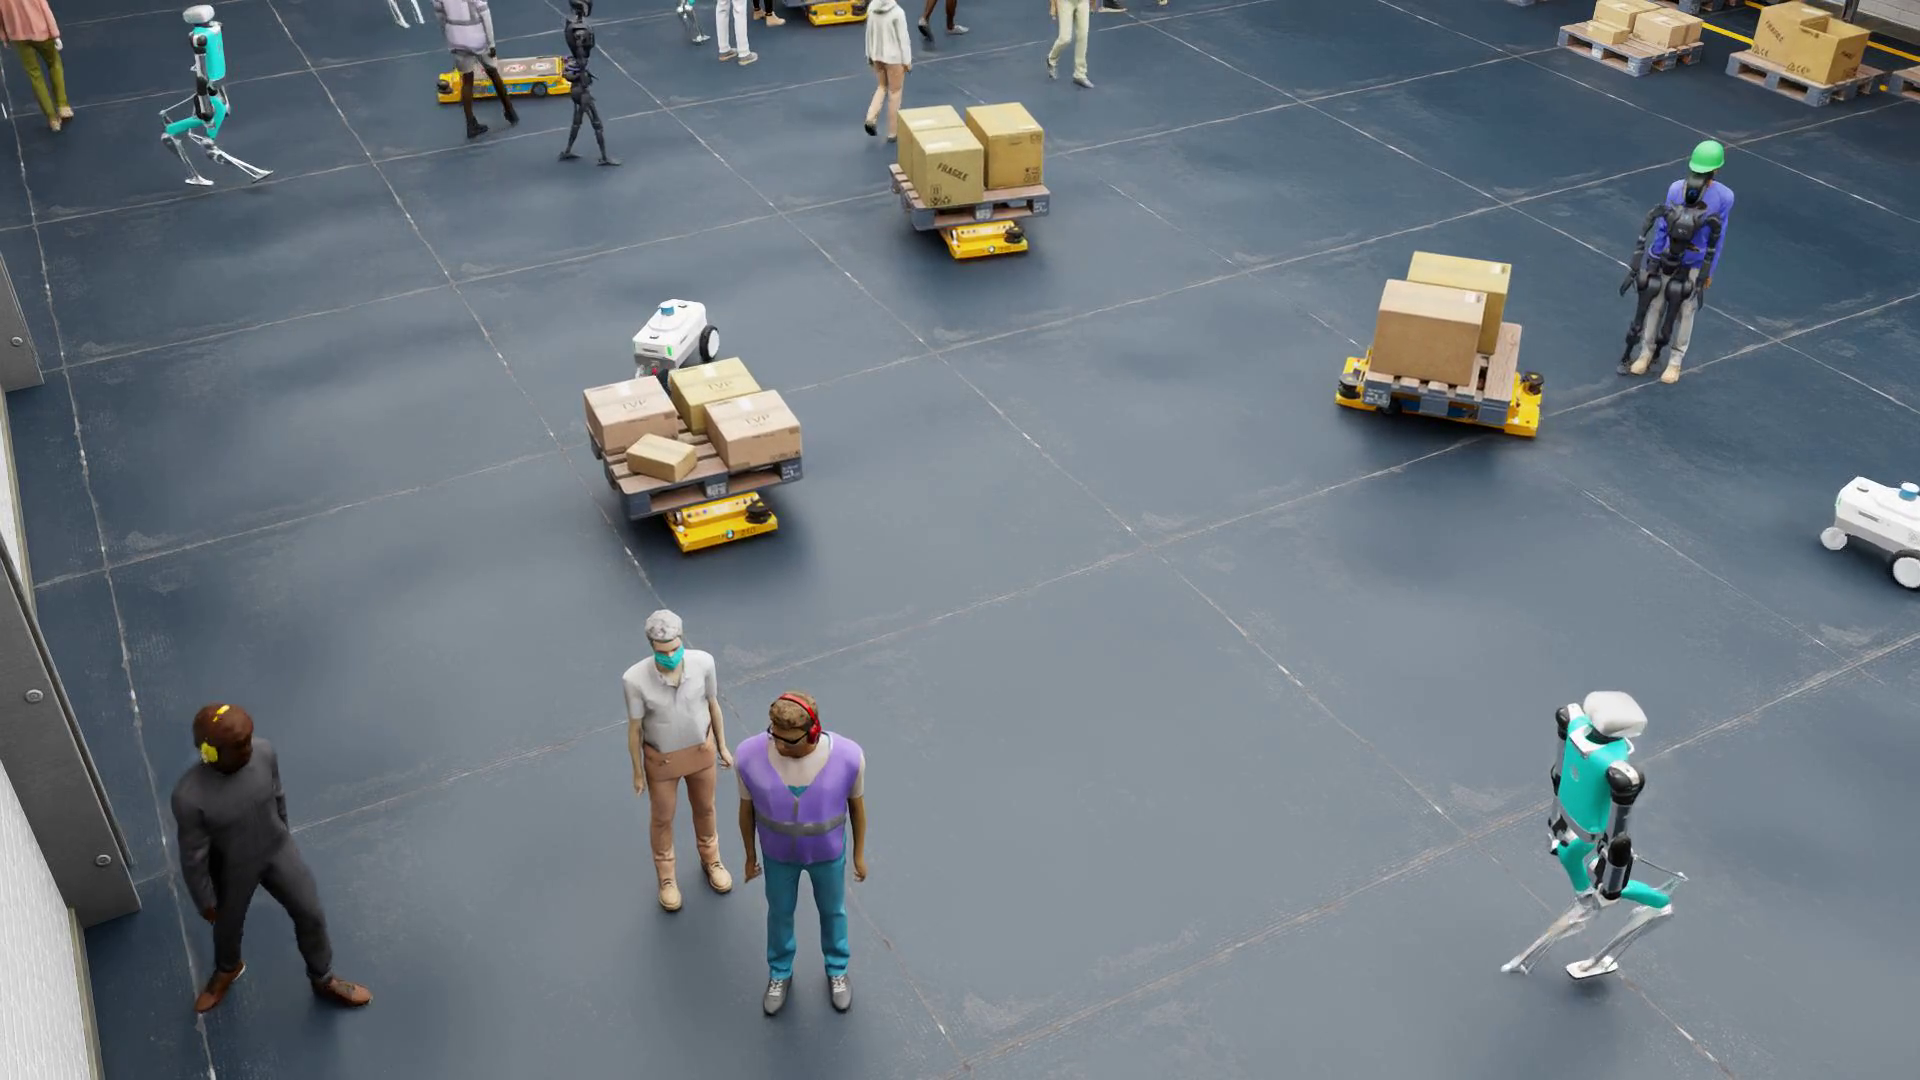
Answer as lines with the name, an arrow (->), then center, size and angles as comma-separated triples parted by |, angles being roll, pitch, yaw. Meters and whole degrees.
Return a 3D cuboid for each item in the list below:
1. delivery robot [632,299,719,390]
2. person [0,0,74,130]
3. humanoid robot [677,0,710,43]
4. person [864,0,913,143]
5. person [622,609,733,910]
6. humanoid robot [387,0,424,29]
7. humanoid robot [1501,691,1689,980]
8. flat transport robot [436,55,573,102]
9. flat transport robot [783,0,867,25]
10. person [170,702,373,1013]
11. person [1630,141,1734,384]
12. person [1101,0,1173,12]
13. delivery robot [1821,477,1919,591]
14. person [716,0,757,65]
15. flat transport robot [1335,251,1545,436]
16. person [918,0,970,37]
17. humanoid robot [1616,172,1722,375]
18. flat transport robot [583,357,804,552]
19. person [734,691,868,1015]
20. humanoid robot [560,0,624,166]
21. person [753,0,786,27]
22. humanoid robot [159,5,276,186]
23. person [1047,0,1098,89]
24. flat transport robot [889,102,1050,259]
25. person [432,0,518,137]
delivery robot -> -2.192, -1.532, 12.664 | 0.499, 0.606, 0.796 | 9, 36, 13
person -> -9.239, -5.019, 16.524 | 0.559, 1.820, 0.565 | -13, 37, -18
humanoid robot -> -3.043, -6.341, 18.552 | 0.551, 1.864, 0.690 | 18, 39, 23
person -> -0.693, -4.670, 16.164 | 0.478, 1.662, 0.411 | 23, 41, 30
person -> -1.337, 1.032, 7.953 | 0.481, 1.745, 0.312 | -15, 38, -20
humanoid robot -> -6.518, -6.707, 19.050 | 0.771, 1.816, 0.569 | 24, 42, 30
humanoid robot -> 2.951, 1.388, 7.477 | 0.814, 1.801, 0.540 | -8, 36, -11
flat transport robot -> -4.824, -4.914, 17.732 | 1.431, 0.231, 0.659 | -7, 36, -10
flat transport robot -> -1.621, -6.512, 20.014 | 0.659, 0.231, 1.431 | -11, 37, -16
person -> -3.218, 1.424, 7.334 | 0.717, 1.830, 0.611 | 25, 42, 32
person -> 5.331, -2.054, 12.267 | 0.468, 1.862, 0.369 | 20, 40, 26
person -> 2.168, -7.184, 19.546 | 1.029, 1.904, 0.611 | -3, 35, -4
delivery robot -> 5.974, -0.076, 10.578 | 0.499, 0.599, 0.784 | -27, 43, -33
person -> -2.504, -6.135, 18.075 | 0.578, 1.879, 0.350 | 19, 39, 25
flat transport robot -> 3.549, -1.111, 12.302 | 1.431, 0.231, 0.659 | 11, 37, 15
person -> -0.188, -6.566, 18.680 | 0.661, 1.901, 0.604 | -23, 41, -29
humanoid robot -> 5.237, -1.978, 12.336 | 0.589, 1.655, 0.432 | 11, 36, 15
flat transport robot -> -1.790, -0.428, 11.326 | 0.659, 0.231, 1.431 | -15, 38, -20
person -> -0.685, 1.368, 7.392 | 0.563, 1.841, 0.396 | 0, 35, -1
humanoid robot -> -3.577, -4.370, 15.762 | 0.623, 1.639, 0.612 | -5, 35, -7
person -> -2.261, -6.809, 19.198 | 0.317, 1.691, 0.533 | -26, 43, -32
humanoid robot -> -6.924, -3.966, 15.105 | 1.034, 1.730, 0.546 | -1, 35, -1
person -> 1.173, -5.664, 17.444 | 0.622, 1.826, 0.473 | -17, 39, -23
flat transport robot -> 0.078, -2.922, 14.887 | 0.659, 0.231, 1.431 | -9, 36, -13
person -> -4.792, -4.965, 16.390 | 0.612, 1.882, 0.701 | 2, 35, 3
